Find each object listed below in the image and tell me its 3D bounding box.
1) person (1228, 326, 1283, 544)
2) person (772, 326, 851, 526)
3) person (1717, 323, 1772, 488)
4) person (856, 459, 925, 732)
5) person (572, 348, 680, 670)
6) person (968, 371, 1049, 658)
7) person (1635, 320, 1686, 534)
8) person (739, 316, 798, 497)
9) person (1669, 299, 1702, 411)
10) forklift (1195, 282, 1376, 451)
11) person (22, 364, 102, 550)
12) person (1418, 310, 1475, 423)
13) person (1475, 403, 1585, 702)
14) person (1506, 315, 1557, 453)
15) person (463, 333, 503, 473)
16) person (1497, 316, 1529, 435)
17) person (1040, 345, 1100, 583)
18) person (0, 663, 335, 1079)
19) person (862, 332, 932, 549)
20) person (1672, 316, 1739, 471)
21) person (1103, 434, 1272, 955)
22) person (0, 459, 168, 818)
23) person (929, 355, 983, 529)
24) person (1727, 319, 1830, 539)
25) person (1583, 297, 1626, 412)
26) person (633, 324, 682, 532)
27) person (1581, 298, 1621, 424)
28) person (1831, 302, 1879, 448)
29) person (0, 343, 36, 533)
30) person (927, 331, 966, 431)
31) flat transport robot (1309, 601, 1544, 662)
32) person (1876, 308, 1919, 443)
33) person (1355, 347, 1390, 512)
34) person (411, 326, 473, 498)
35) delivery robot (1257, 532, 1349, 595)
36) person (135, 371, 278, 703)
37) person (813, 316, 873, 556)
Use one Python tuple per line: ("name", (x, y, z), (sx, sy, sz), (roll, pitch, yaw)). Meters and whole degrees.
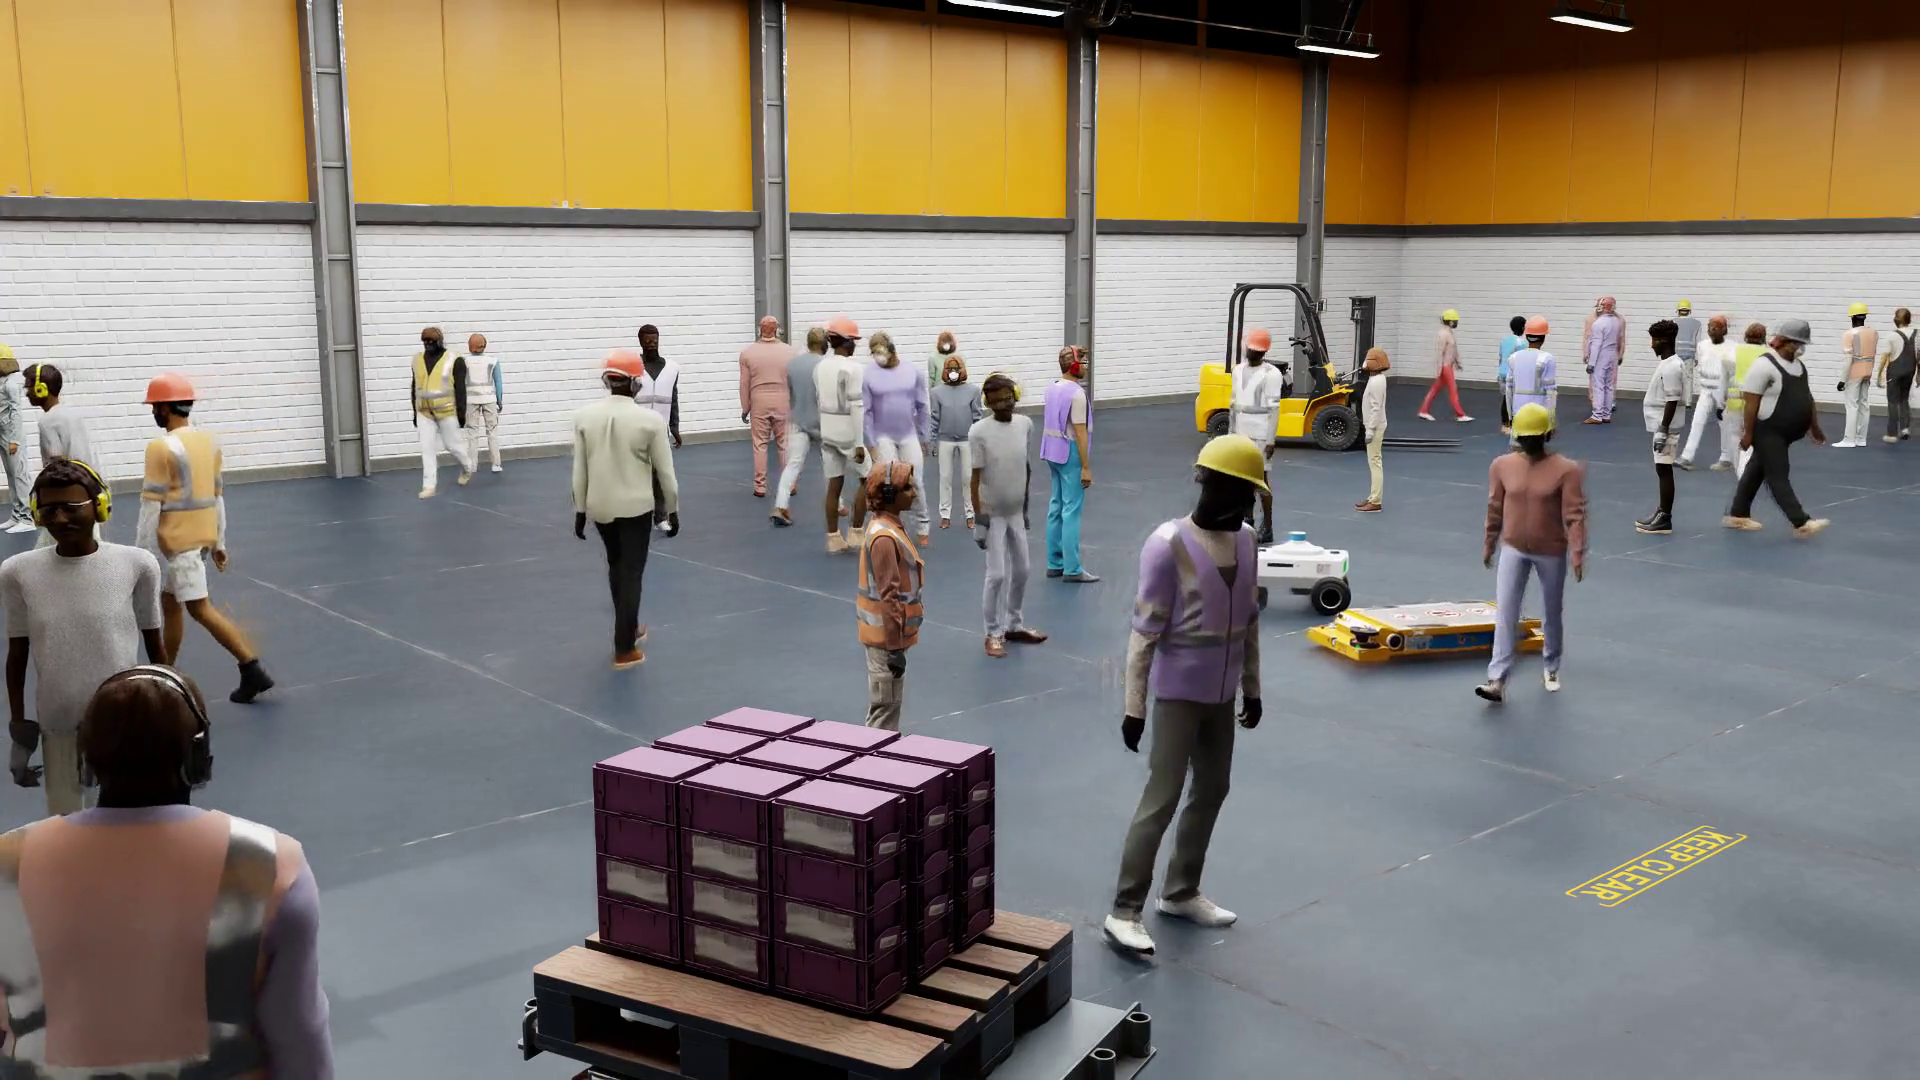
("person", (2.595, -0.925, 14.736), (0.361, 1.915, 0.582), (-6, 11, -31))
("person", (-1.431, -1.081, 15.752), (0.630, 1.895, 1.027), (5, 11, 28))
("person", (8.741, -1.485, 18.354), (0.657, 1.788, 0.960), (7, 12, 35))
("person", (-0.311, 0.456, 7.444), (0.307, 1.641, 0.514), (-1, 10, -3))
("person", (-2.041, -0.218, 10.439), (0.644, 1.958, 0.864), (3, 10, 15))
("person", (0.286, -0.165, 10.526), (0.615, 1.829, 0.460), (-8, 12, -37))
("person", (6.440, -1.036, 15.245), (0.380, 1.959, 0.603), (4, 10, 22))
("person", (-1.997, -1.399, 17.525), (0.642, 1.909, 0.399), (-1, 10, -6))
("person", (11.798, -3.020, 27.228), (0.591, 1.834, 0.404), (2, 10, 10))
("forklift", (4.328, -2.346, 22.227), (2.313, 2.155, 1.214), (3, 10, 16))
("person", (-5.932, -0.238, 10.953), (0.776, 1.829, 0.512), (0, 10, 0))
("person", (7.461, -2.661, 25.458), (0.900, 1.720, 0.535), (6, 11, 29))
("person", (3.260, 0.075, 9.479), (0.591, 1.704, 0.927), (6, 11, 31))
("person", (5.728, -1.269, 16.652), (0.340, 1.942, 0.551), (-7, 12, -36))
("person", (-5.600, -1.592, 19.433), (0.513, 1.641, 0.307), (-2, 10, -13))
("person", (7.882, -2.327, 23.613), (0.464, 1.687, 0.594), (-3, 10, -20))
("person", (0.836, -0.591, 12.965), (0.388, 1.848, 0.564), (-4, 11, -24))
("person", (-1.502, 1.104, 3.174), (0.637, 1.792, 0.969), (-3, 10, -15))
("person", (-0.564, -0.853, 14.383), (0.660, 1.895, 0.414), (-2, 10, -11))
("person", (8.797, -1.696, 19.460), (0.997, 1.830, 0.601), (-6, 11, -32))
("person", (0.862, 0.553, 6.156), (0.731, 1.889, 0.398), (-8, 13, -40))
("person", (-2.950, 0.646, 5.659), (0.521, 1.870, 0.319), (-4, 10, -20))
("person", (-0.040, -0.907, 15.469), (0.503, 1.626, 0.283), (0, 10, 0))
("person", (7.450, -1.038, 15.016), (0.695, 2.000, 1.060), (-7, 12, -37))
("person", (10.484, -3.006, 27.051), (0.660, 1.869, 0.926), (2, 10, 14))
("person", (-2.837, -0.999, 15.215), (0.587, 1.896, 0.397), (-6, 11, -32))
("person", (9.673, -2.700, 25.134), (0.639, 1.911, 0.406), (-8, 13, -39))
("person", (11.841, -2.171, 21.998), (0.587, 1.922, 0.383), (-4, 11, -24))
("person", (-8.761, -0.938, 15.304), (0.294, 1.744, 0.484), (-9, 13, -42))
("person", (-0.175, -1.866, 21.150), (0.492, 1.601, 0.801), (-1, 10, -7))
("flat transport robot", (3.058, 0.575, 10.746), (1.431, 0.197, 0.652), (-3, 10, -16))
("person", (12.756, -2.231, 22.591), (0.550, 1.835, 0.388), (0, 10, 2))
("person", (4.105, -1.097, 16.543), (0.285, 1.636, 0.499), (2, 10, 14))
("person", (-5.513, -1.376, 17.715), (0.632, 1.807, 0.814), (2, 10, 10))
("delivery robot", (2.420, 0.184, 11.933), (0.707, 0.478, 0.477), (2, 10, 10))
("person", (-4.340, -0.007, 9.420), (0.962, 1.903, 0.555), (1, 10, 5))
("person", (-0.924, -0.875, 14.080), (0.571, 2.029, 0.648), (-9, 13, -42))
